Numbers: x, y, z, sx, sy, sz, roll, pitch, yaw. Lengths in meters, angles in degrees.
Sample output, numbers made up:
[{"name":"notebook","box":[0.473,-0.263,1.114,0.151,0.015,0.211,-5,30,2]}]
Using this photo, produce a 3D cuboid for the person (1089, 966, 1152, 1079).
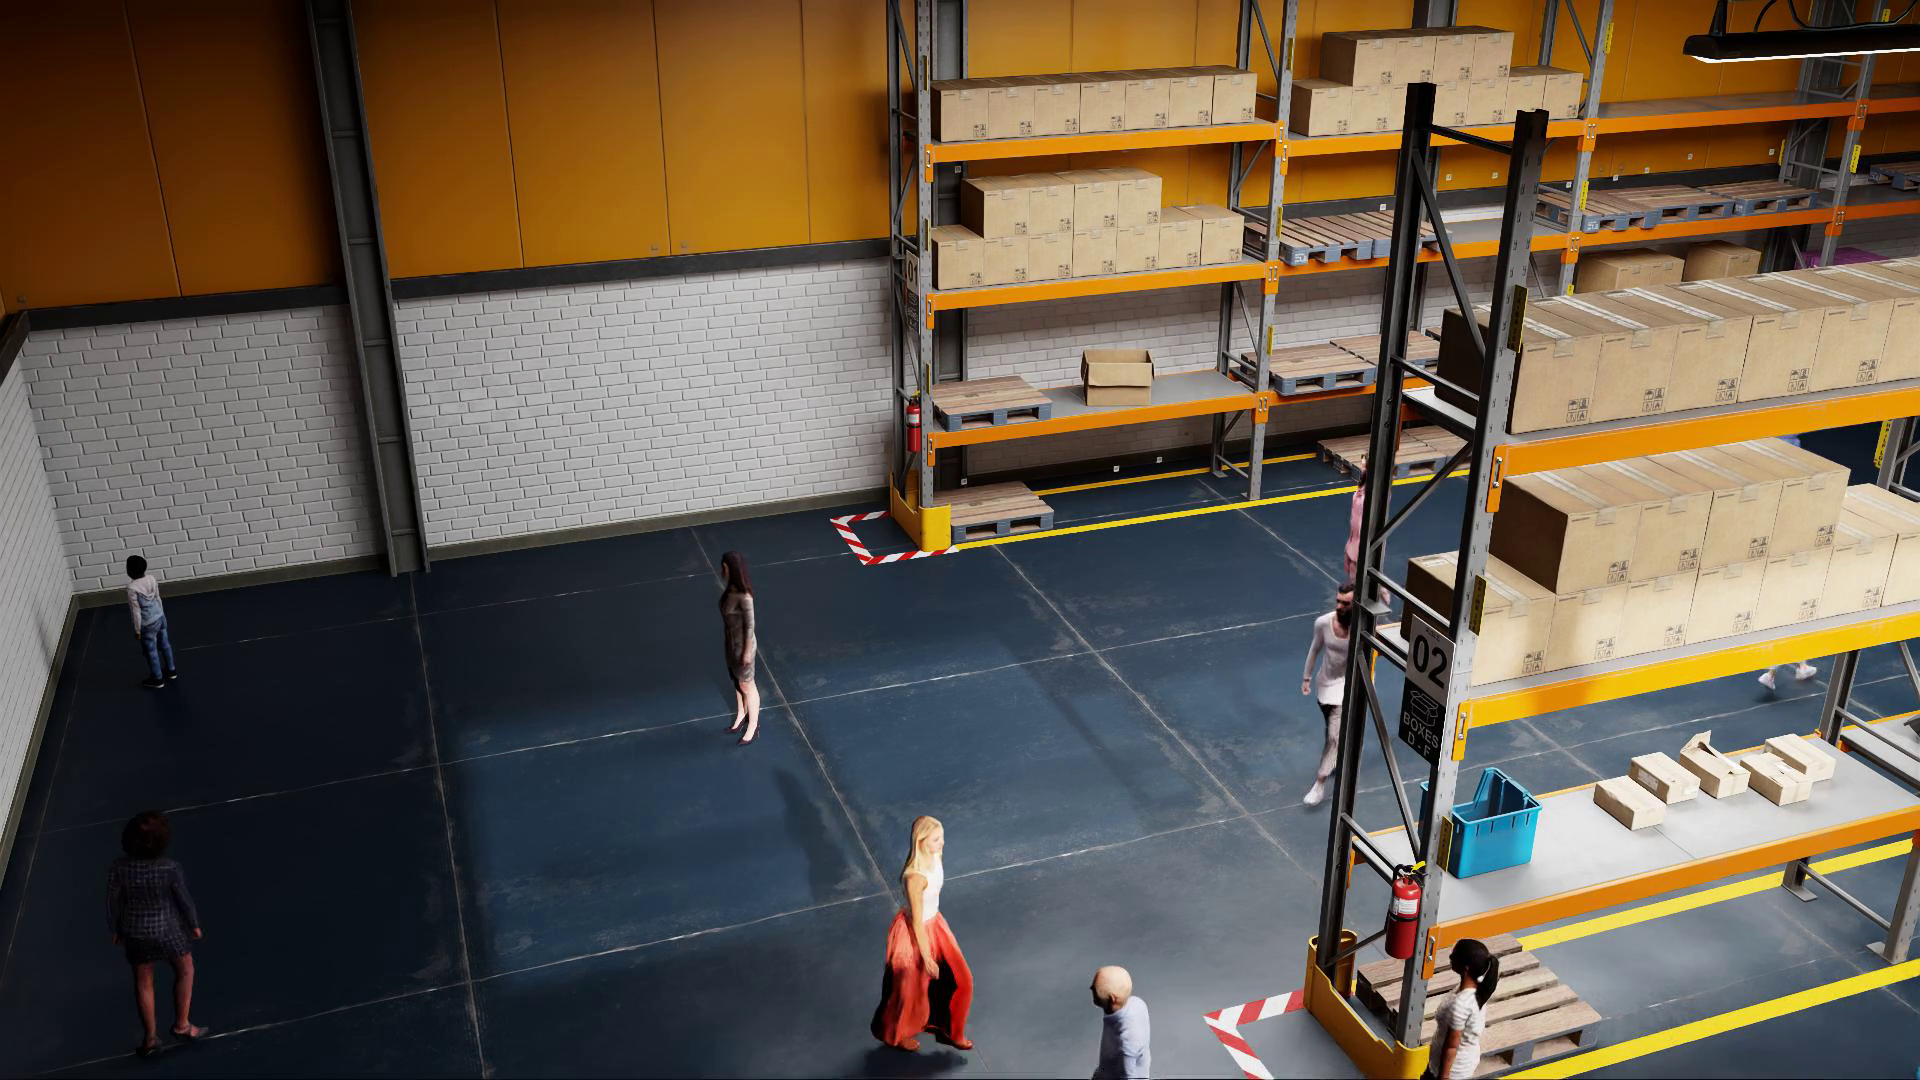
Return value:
[{"name":"person","box":[0.967,3.080,8.943,1.084,1.762,0.976,5,24,11]}]

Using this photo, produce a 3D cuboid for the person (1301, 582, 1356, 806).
[{"name":"person","box":[3.053,1.148,13.317,1.076,1.799,1.269,17,29,34]}]

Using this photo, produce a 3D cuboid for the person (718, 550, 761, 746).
[{"name":"person","box":[-1.850,0.889,13.976,0.551,1.746,0.628,-12,27,-26]}]

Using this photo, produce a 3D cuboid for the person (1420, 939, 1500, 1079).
[{"name":"person","box":[2.848,2.968,9.356,0.871,1.636,0.829,14,27,29]}]

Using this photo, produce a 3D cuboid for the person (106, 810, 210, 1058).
[{"name":"person","box":[-5.051,2.486,10.403,0.608,1.681,0.783,-9,25,-19]}]

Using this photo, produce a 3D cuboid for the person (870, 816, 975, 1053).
[{"name":"person","box":[-0.342,2.452,10.363,1.061,1.775,0.995,10,26,22]}]

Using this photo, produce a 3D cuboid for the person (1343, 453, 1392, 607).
[{"name":"person","box":[3.945,0.010,15.932,0.910,1.789,0.744,-2,24,-4]}]

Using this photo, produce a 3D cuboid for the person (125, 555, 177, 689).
[{"name":"person","box":[-7.311,0.716,14.977,0.618,1.260,0.562,9,25,19]}]
